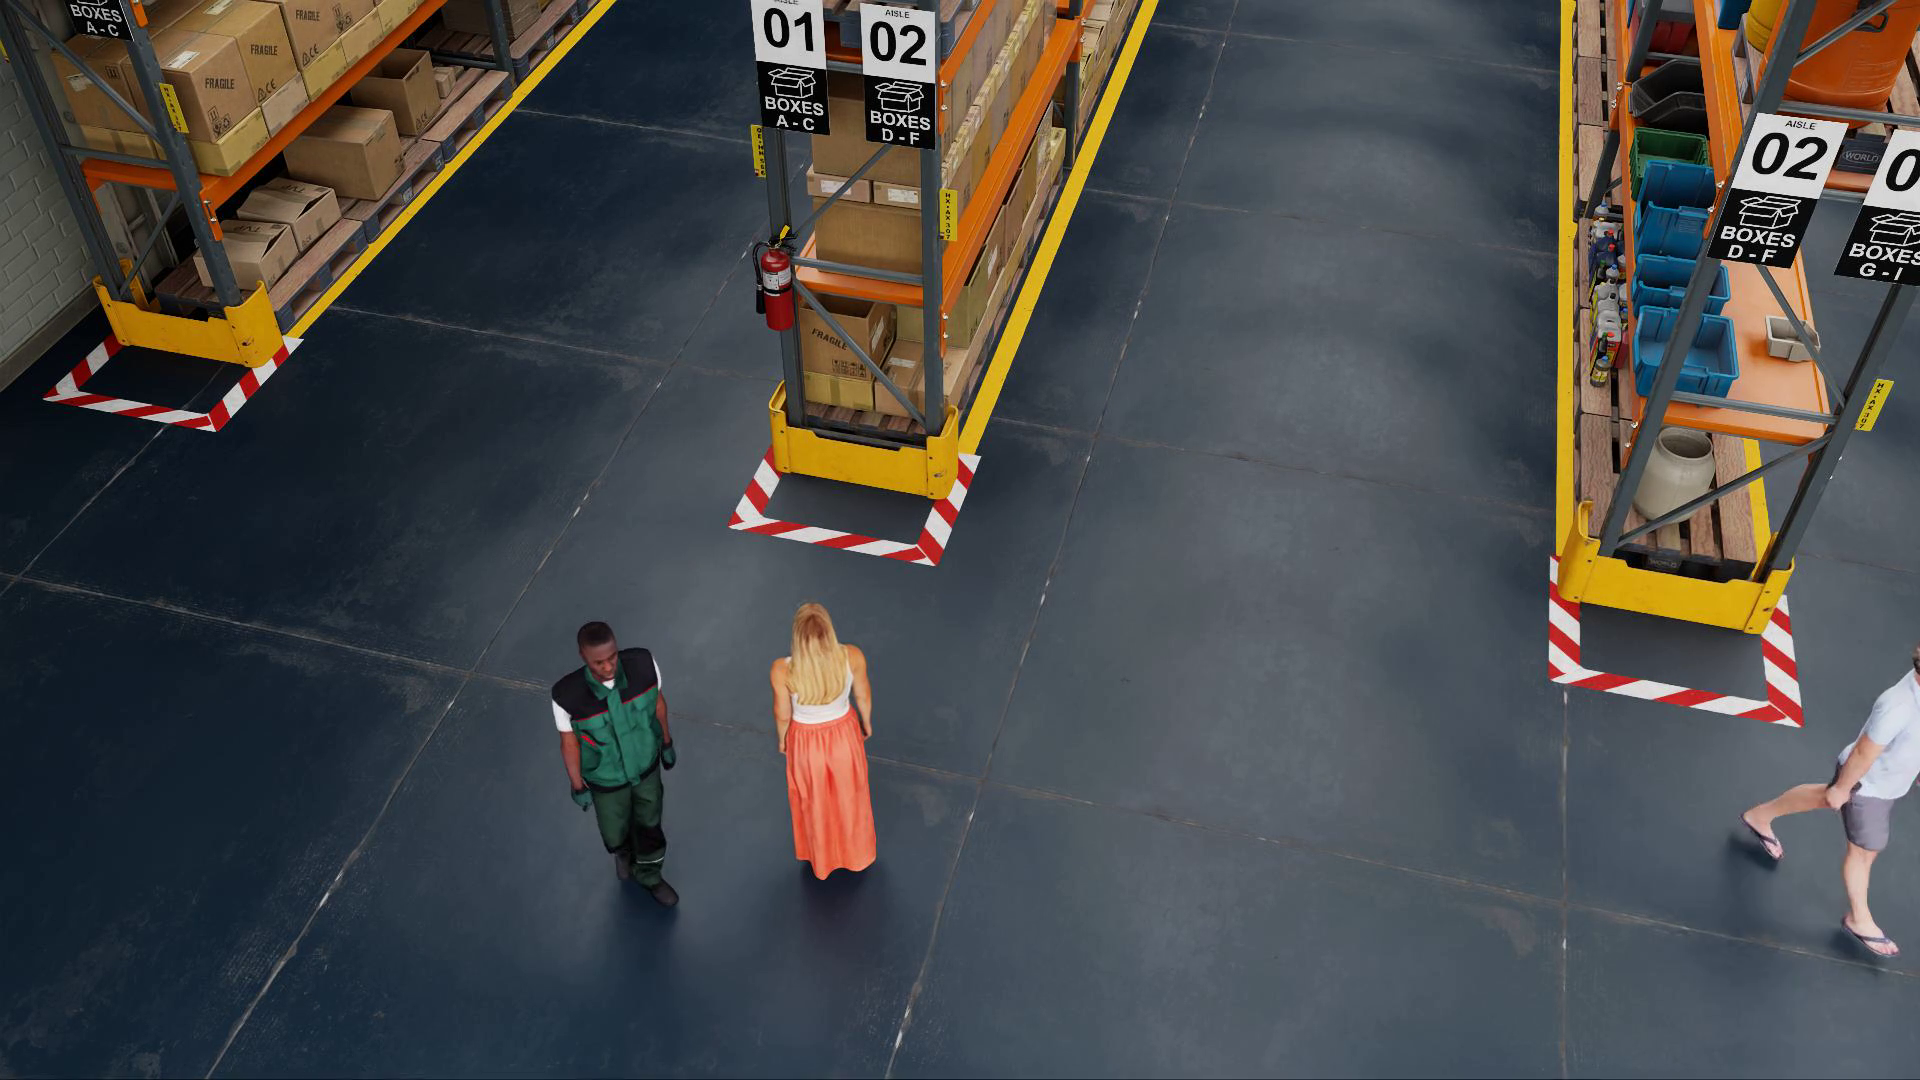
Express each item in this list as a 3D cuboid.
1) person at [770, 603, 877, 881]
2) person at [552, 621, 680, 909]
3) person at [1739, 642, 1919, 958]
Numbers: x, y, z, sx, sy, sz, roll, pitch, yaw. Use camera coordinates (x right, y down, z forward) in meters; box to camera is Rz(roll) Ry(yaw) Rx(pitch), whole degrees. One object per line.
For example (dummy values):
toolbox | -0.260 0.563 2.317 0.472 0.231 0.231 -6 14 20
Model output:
person | -0.642 0.965 7.888 0.714 1.803 0.725 -8 44 -9
person | -1.591 1.029 7.795 0.887 1.834 0.949 -24 48 -23
person | 4.202 1.051 7.807 1.204 1.787 1.201 -26 49 -25
